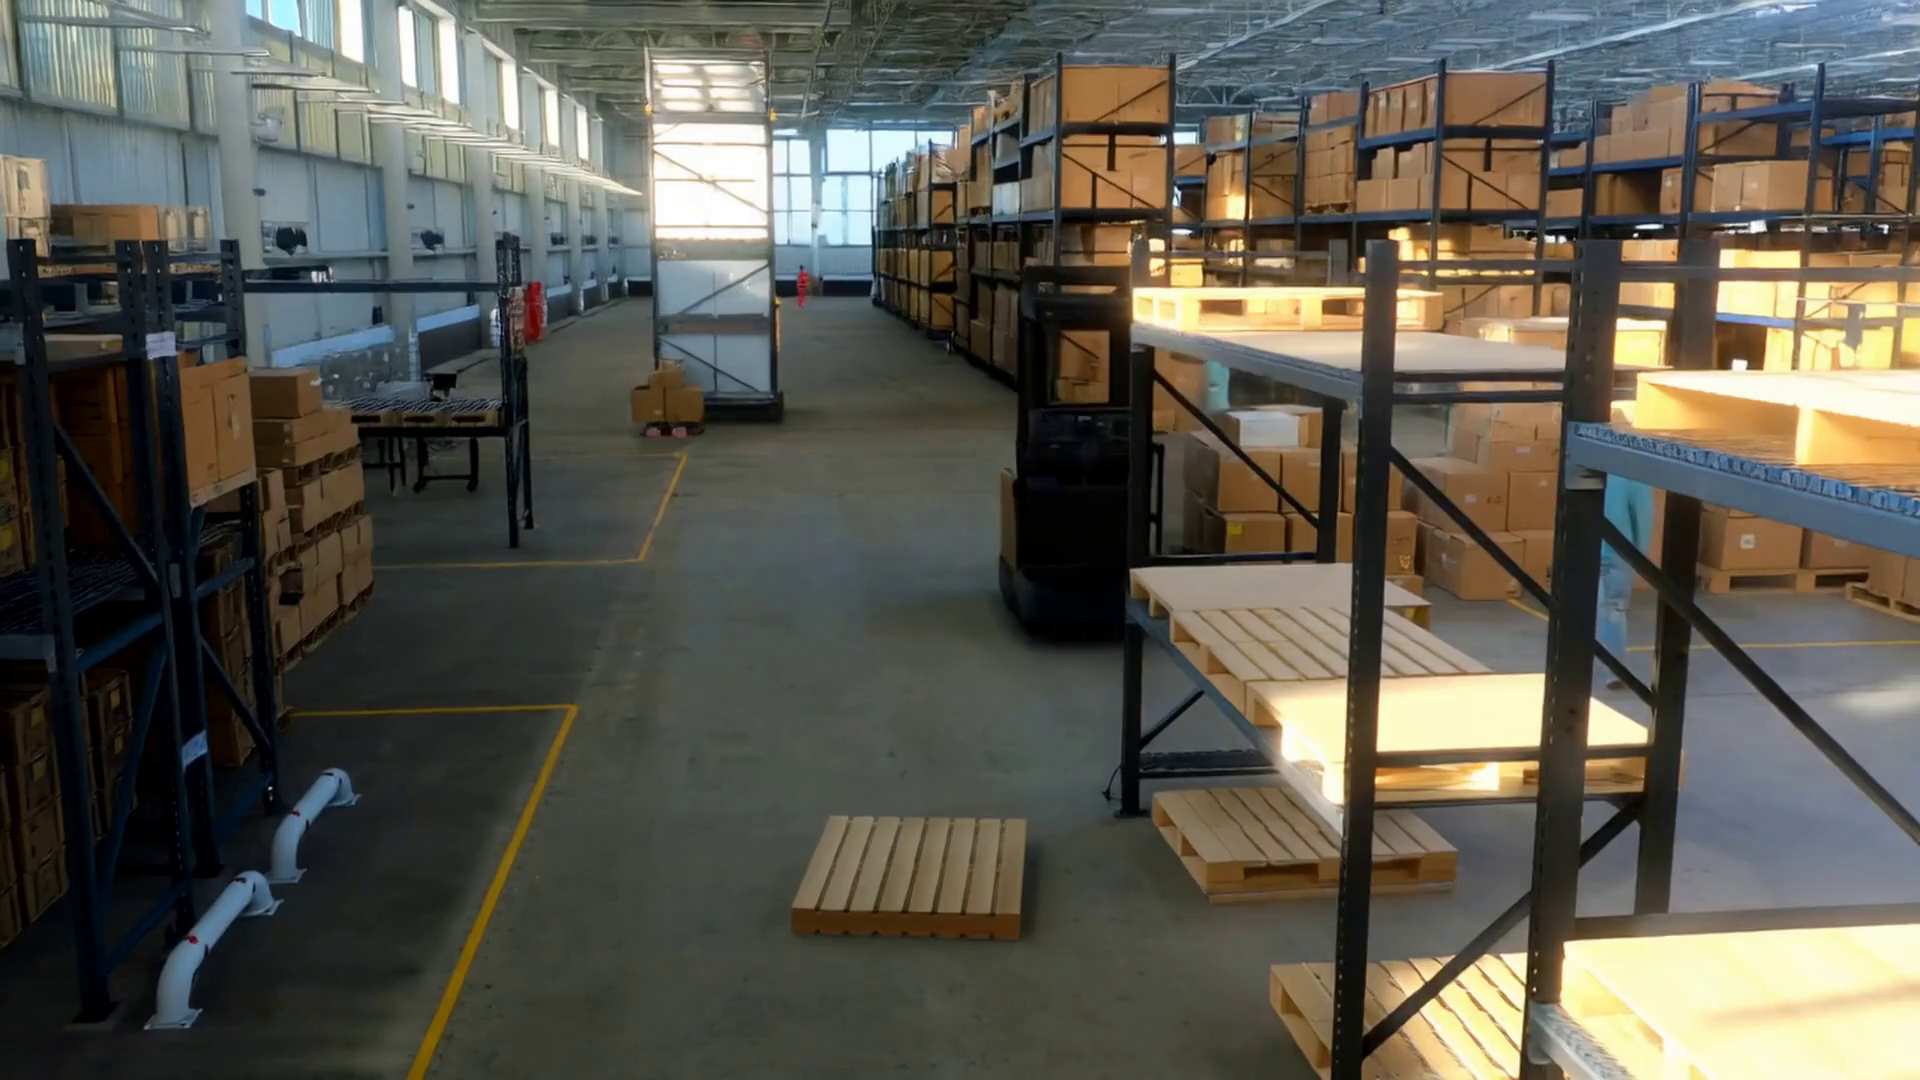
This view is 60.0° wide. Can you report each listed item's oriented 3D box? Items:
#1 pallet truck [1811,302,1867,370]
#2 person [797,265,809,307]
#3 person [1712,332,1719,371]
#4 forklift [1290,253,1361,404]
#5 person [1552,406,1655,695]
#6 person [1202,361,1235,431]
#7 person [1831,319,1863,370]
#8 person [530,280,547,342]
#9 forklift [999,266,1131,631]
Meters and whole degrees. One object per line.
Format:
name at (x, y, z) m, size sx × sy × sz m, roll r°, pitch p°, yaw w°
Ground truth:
pallet truck at (15.846, -3.142, 28.793) m, size 1.885 × 1.965 × 0.823 m, roll 2°, pitch 10°, yaw 12°
person at (-7.189, -11.590, 75.891) m, size 0.568 × 1.885 × 1.002 m, roll -3°, pitch 11°, yaw -16°
person at (11.528, -2.649, 26.063) m, size 0.623 × 1.992 × 0.396 m, roll 9°, pitch 14°, yaw 42°
forklift at (6.097, -3.358, 27.539) m, size 1.129 × 2.768 × 1.873 m, roll 2°, pitch 10°, yaw 10°
person at (4.297, 0.072, 11.147) m, size 0.635 × 1.936 × 0.352 m, roll 5°, pitch 11°, yaw 26°
person at (3.350, -1.675, 20.901) m, size 0.860 × 1.904 × 0.577 m, roll 5°, pitch 11°, yaw 26°
person at (12.595, -2.183, 23.704) m, size 0.595 × 1.915 × 0.371 m, roll -6°, pitch 12°, yaw -30°
person at (-12.588, -6.839, 49.740) m, size 0.561 × 1.836 × 0.393 m, roll 3°, pitch 11°, yaw 17°
forklift at (0.956, -0.830, 13.534) m, size 1.129 × 2.768 × 1.873 m, roll -1°, pitch 10°, yaw -6°
